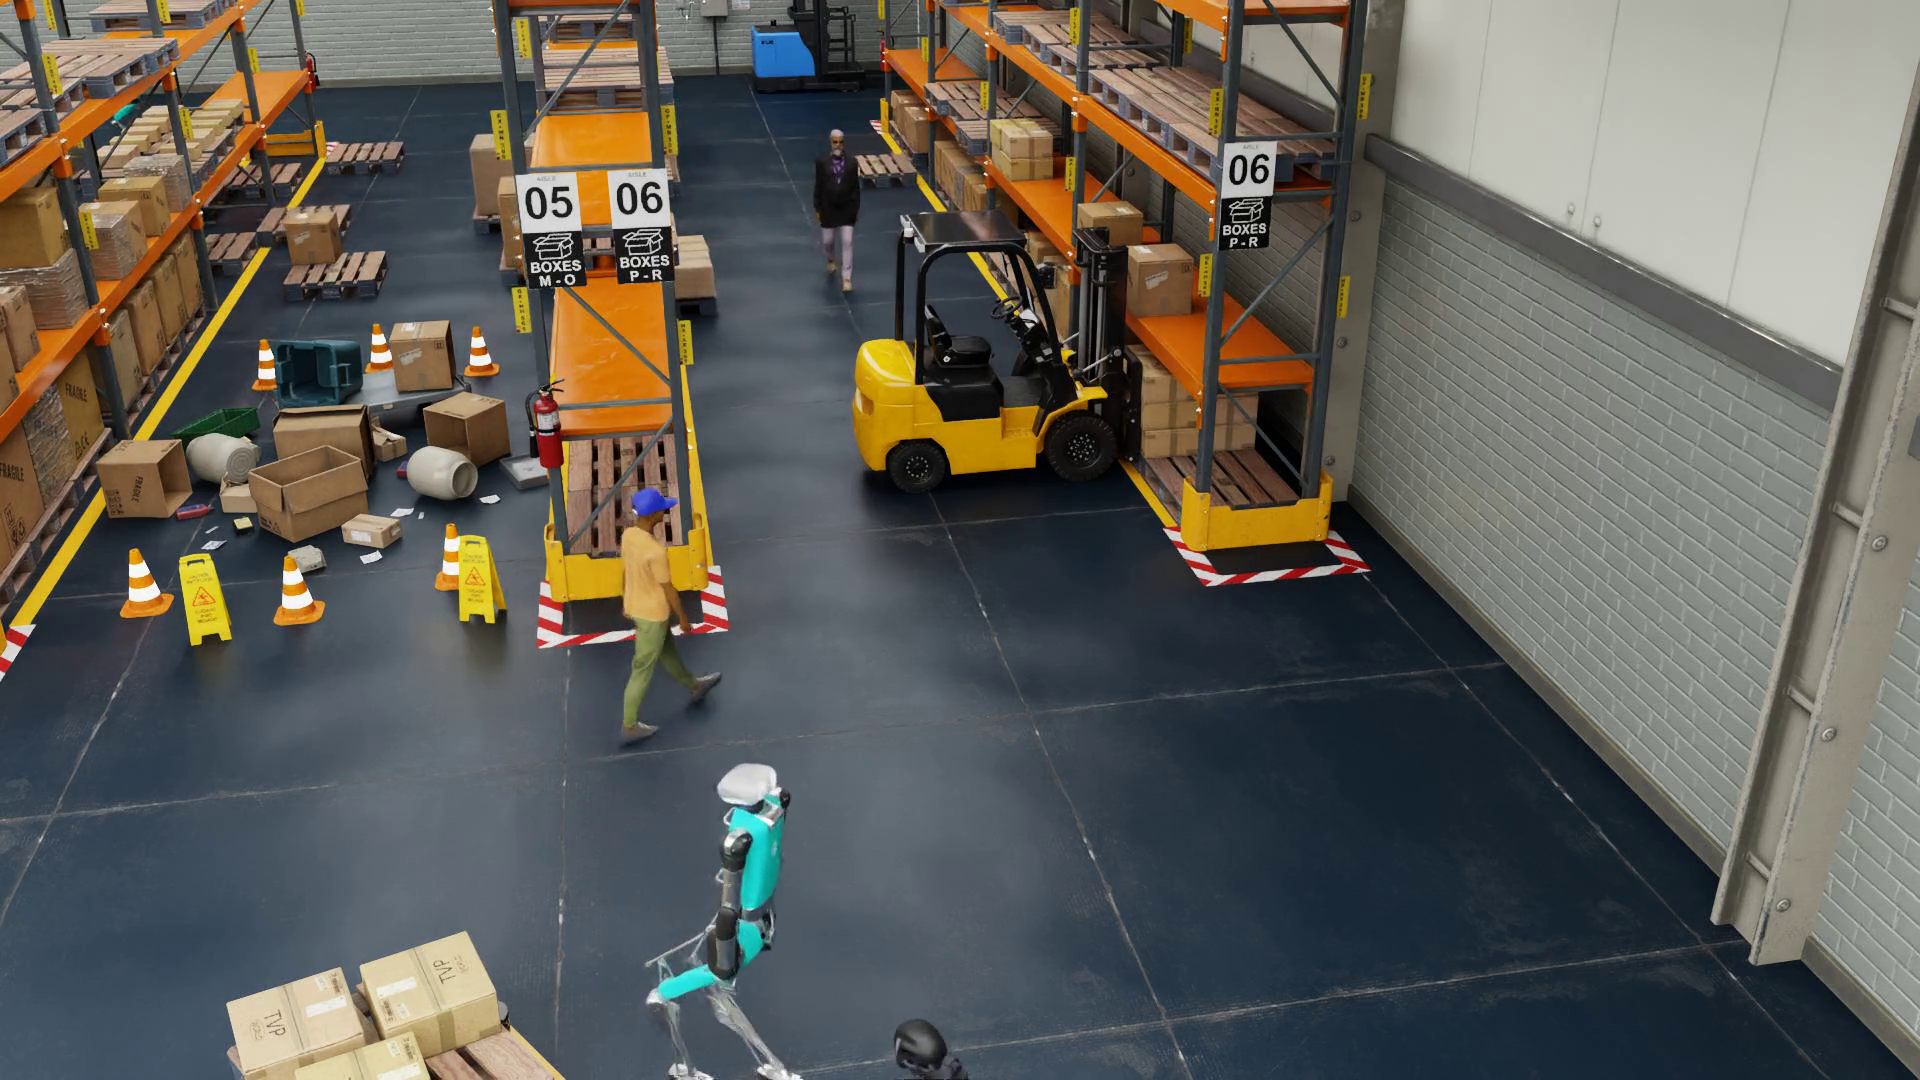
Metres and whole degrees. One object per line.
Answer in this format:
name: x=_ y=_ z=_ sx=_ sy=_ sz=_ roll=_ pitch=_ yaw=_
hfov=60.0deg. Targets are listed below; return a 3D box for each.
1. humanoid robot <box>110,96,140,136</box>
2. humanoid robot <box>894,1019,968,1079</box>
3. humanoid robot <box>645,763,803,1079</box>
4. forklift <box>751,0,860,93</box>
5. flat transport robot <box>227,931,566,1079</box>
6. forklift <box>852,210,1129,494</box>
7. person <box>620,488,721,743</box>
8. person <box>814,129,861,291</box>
humanoid robot: x=-12.947 y=-6.832 z=25.665 sx=0.826 sy=1.788 sz=0.614 roll=-14 pitch=29 yaw=-27
humanoid robot: x=-0.180 y=2.492 z=6.313 sx=0.341 sy=1.653 sz=0.588 roll=19 pitch=32 yaw=34
humanoid robot: x=-1.172 y=1.795 z=7.703 sx=0.829 sy=1.762 sz=0.570 roll=8 pitch=27 yaw=16
forklift: x=-2.872 y=-9.679 z=30.288 sx=1.873 sy=2.768 sz=1.129 roll=-5 pitch=26 yaw=-10
flat transport robot: x=-2.587 y=2.653 z=7.604 sx=1.431 sy=0.231 sz=0.659 roll=-22 pitch=34 yaw=-38
forklift: x=0.216 y=-1.659 z=14.366 sx=2.313 sy=2.155 sz=1.214 roll=-5 pitch=26 yaw=-10
person: x=-1.891 y=0.439 z=10.591 sx=0.887 sy=1.673 sz=0.484 roll=-19 pitch=31 yaw=-34
person: x=-1.428 y=-3.875 z=19.383 sx=0.550 sy=1.834 sz=0.735 roll=-3 pitch=26 yaw=-7
